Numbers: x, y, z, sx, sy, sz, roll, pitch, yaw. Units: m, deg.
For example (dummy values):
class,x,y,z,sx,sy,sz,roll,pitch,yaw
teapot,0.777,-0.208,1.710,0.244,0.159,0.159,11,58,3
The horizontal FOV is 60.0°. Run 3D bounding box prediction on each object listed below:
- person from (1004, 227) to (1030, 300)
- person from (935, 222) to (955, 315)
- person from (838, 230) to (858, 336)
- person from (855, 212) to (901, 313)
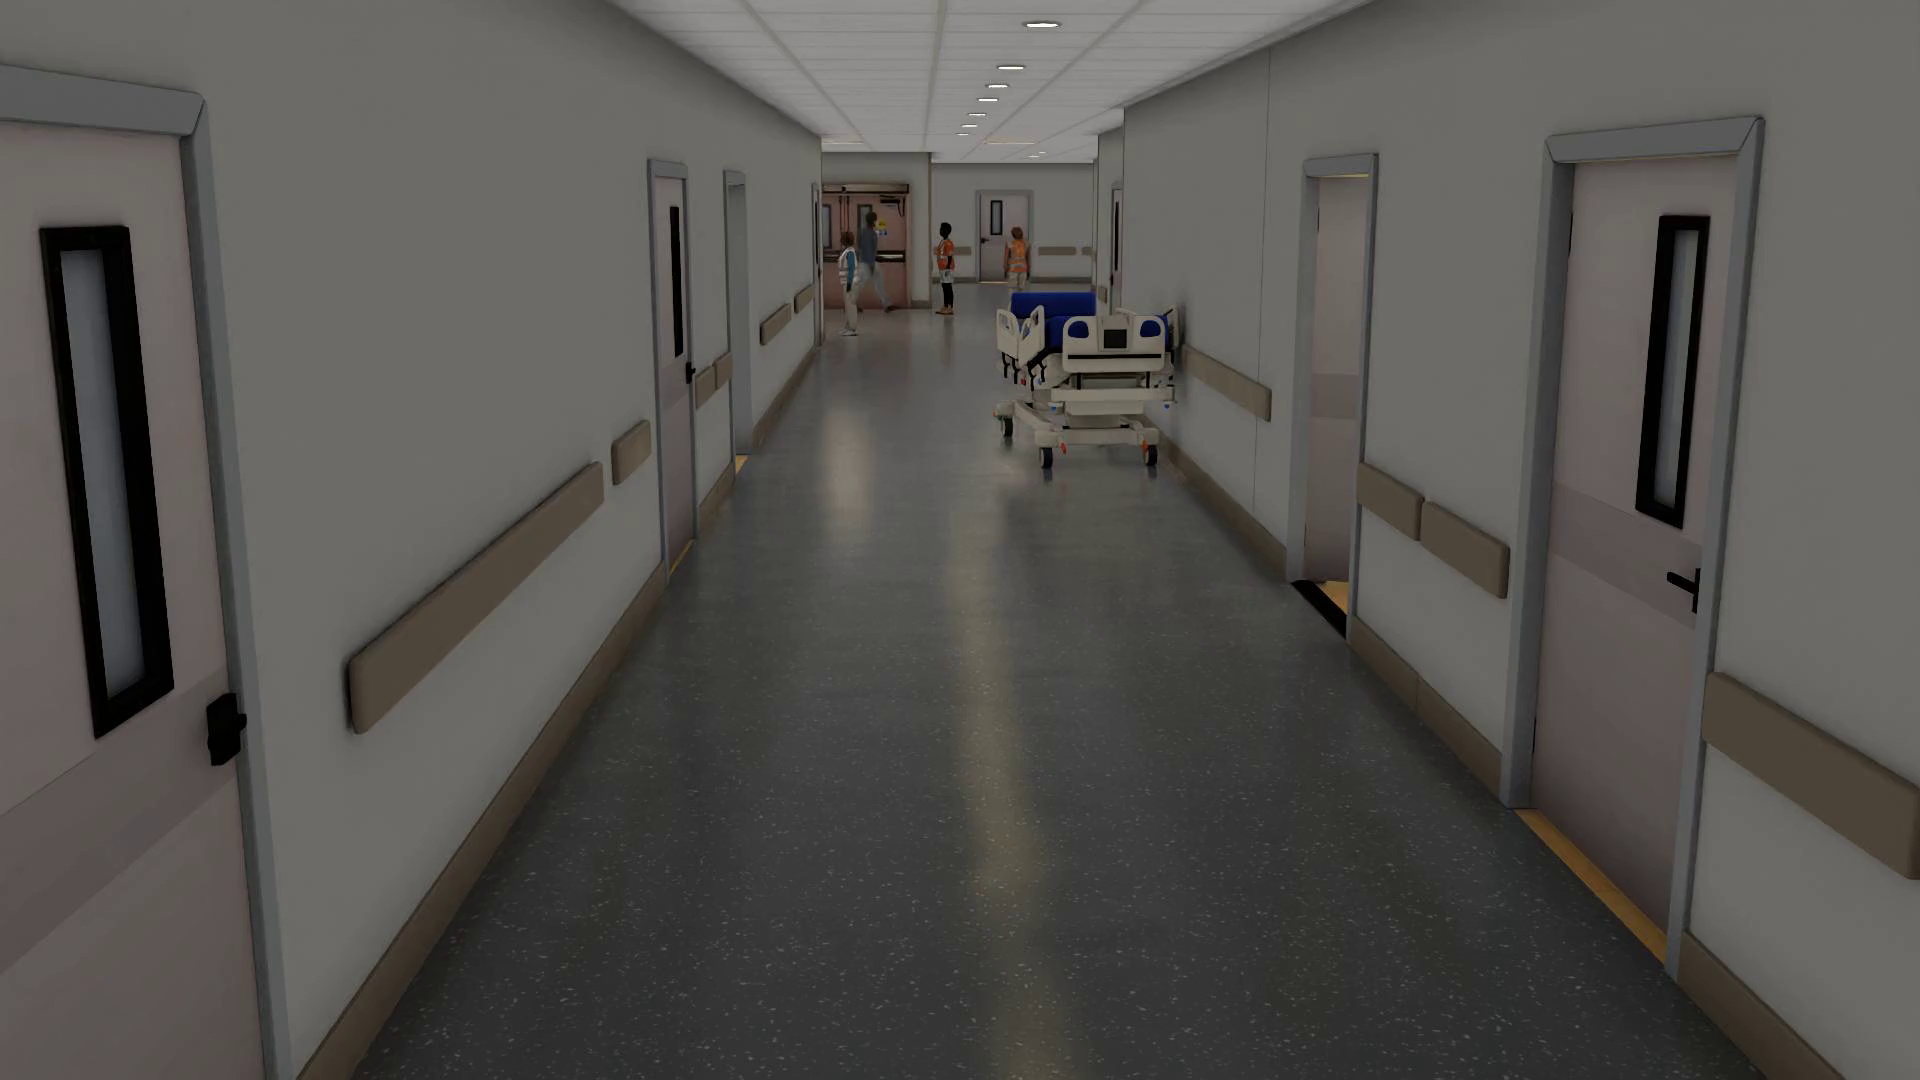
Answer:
class,x,y,z,sx,sy,sz,roll,pitch,yaw
person,1.062,-4.904,30.396,0.524,1.624,0.446,-3,12,-14
person,-0.269,-5.037,30.875,0.318,1.700,0.535,-4,12,-17
person,-1.751,-4.018,26.055,0.309,1.641,0.513,-3,12,-13
person,-1.675,-5.199,31.220,1.042,1.888,0.648,2,12,9
